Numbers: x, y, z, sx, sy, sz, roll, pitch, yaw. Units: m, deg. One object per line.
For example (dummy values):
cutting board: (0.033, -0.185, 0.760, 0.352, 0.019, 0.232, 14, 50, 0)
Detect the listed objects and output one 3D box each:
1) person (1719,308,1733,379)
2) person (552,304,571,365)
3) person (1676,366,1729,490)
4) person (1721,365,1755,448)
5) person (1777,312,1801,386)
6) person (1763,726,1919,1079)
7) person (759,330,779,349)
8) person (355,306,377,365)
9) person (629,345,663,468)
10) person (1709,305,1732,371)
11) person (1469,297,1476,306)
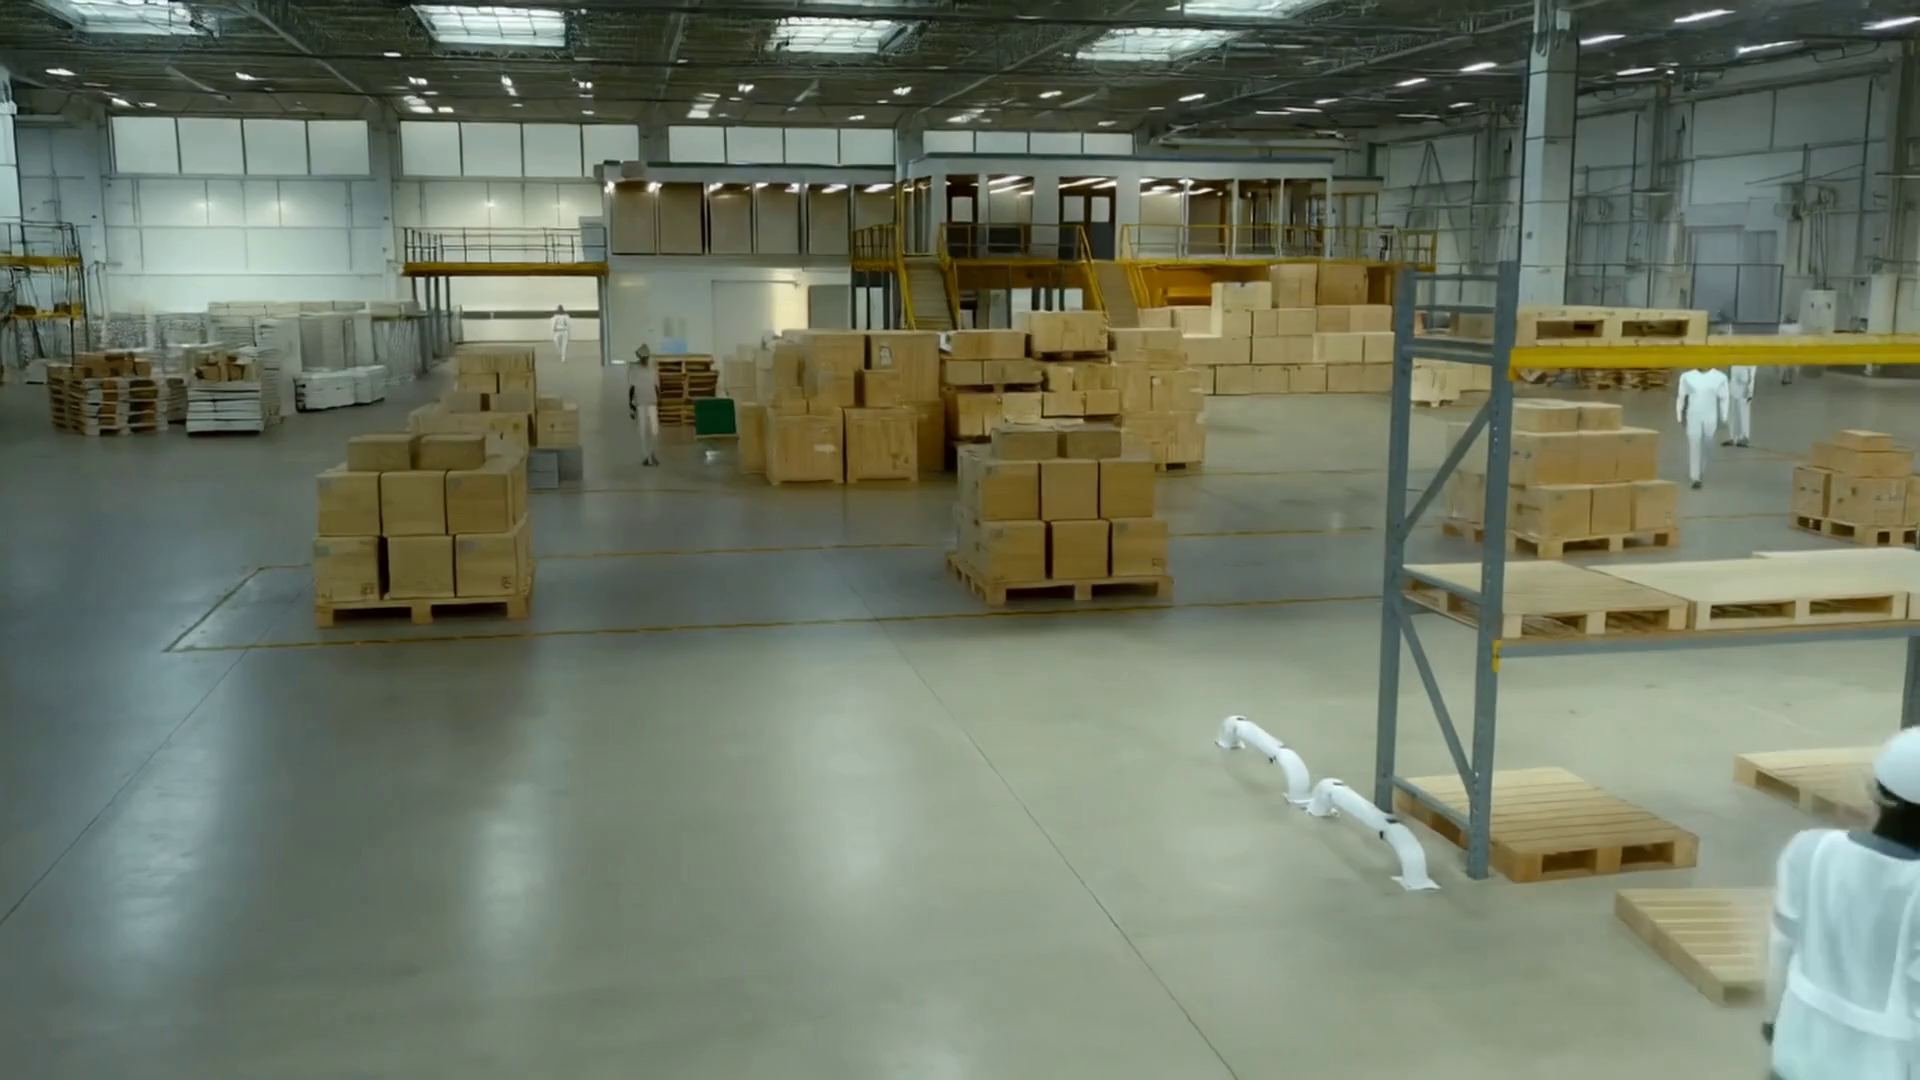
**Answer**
person: (20.522, -5.284, 44.748, 0.527, 1.919, 0.574, 9, 13, 43)
person: (-12.236, -6.290, 51.048, 0.578, 1.872, 0.405, -1, 9, -7)
person: (10.148, -1.655, 22.742, 0.647, 1.893, 1.011, 3, 10, 16)
person: (12.992, -2.404, 27.736, 0.308, 1.741, 0.494, -3, 10, -19)
person: (21.025, -4.857, 42.251, 0.956, 1.890, 0.589, -7, 12, -37)
person: (2.350, 1.360, 4.348, 0.983, 1.872, 0.660, -6, 11, -32)
person: (-3.068, -2.437, 27.200, 0.393, 1.986, 0.608, 0, 9, -1)
person: (-14.981, -4.890, 42.009, 0.609, 2.034, 0.397, 3, 10, 16)
person: (-4.685, -1.992, 24.915, 0.552, 1.844, 0.720, -4, 10, -23)
person: (21.602, -5.702, 47.224, 0.612, 1.943, 0.404, 8, 12, 40)
person: (18.381, -7.734, 59.634, 0.637, 1.940, 1.014, 0, 9, -1)
